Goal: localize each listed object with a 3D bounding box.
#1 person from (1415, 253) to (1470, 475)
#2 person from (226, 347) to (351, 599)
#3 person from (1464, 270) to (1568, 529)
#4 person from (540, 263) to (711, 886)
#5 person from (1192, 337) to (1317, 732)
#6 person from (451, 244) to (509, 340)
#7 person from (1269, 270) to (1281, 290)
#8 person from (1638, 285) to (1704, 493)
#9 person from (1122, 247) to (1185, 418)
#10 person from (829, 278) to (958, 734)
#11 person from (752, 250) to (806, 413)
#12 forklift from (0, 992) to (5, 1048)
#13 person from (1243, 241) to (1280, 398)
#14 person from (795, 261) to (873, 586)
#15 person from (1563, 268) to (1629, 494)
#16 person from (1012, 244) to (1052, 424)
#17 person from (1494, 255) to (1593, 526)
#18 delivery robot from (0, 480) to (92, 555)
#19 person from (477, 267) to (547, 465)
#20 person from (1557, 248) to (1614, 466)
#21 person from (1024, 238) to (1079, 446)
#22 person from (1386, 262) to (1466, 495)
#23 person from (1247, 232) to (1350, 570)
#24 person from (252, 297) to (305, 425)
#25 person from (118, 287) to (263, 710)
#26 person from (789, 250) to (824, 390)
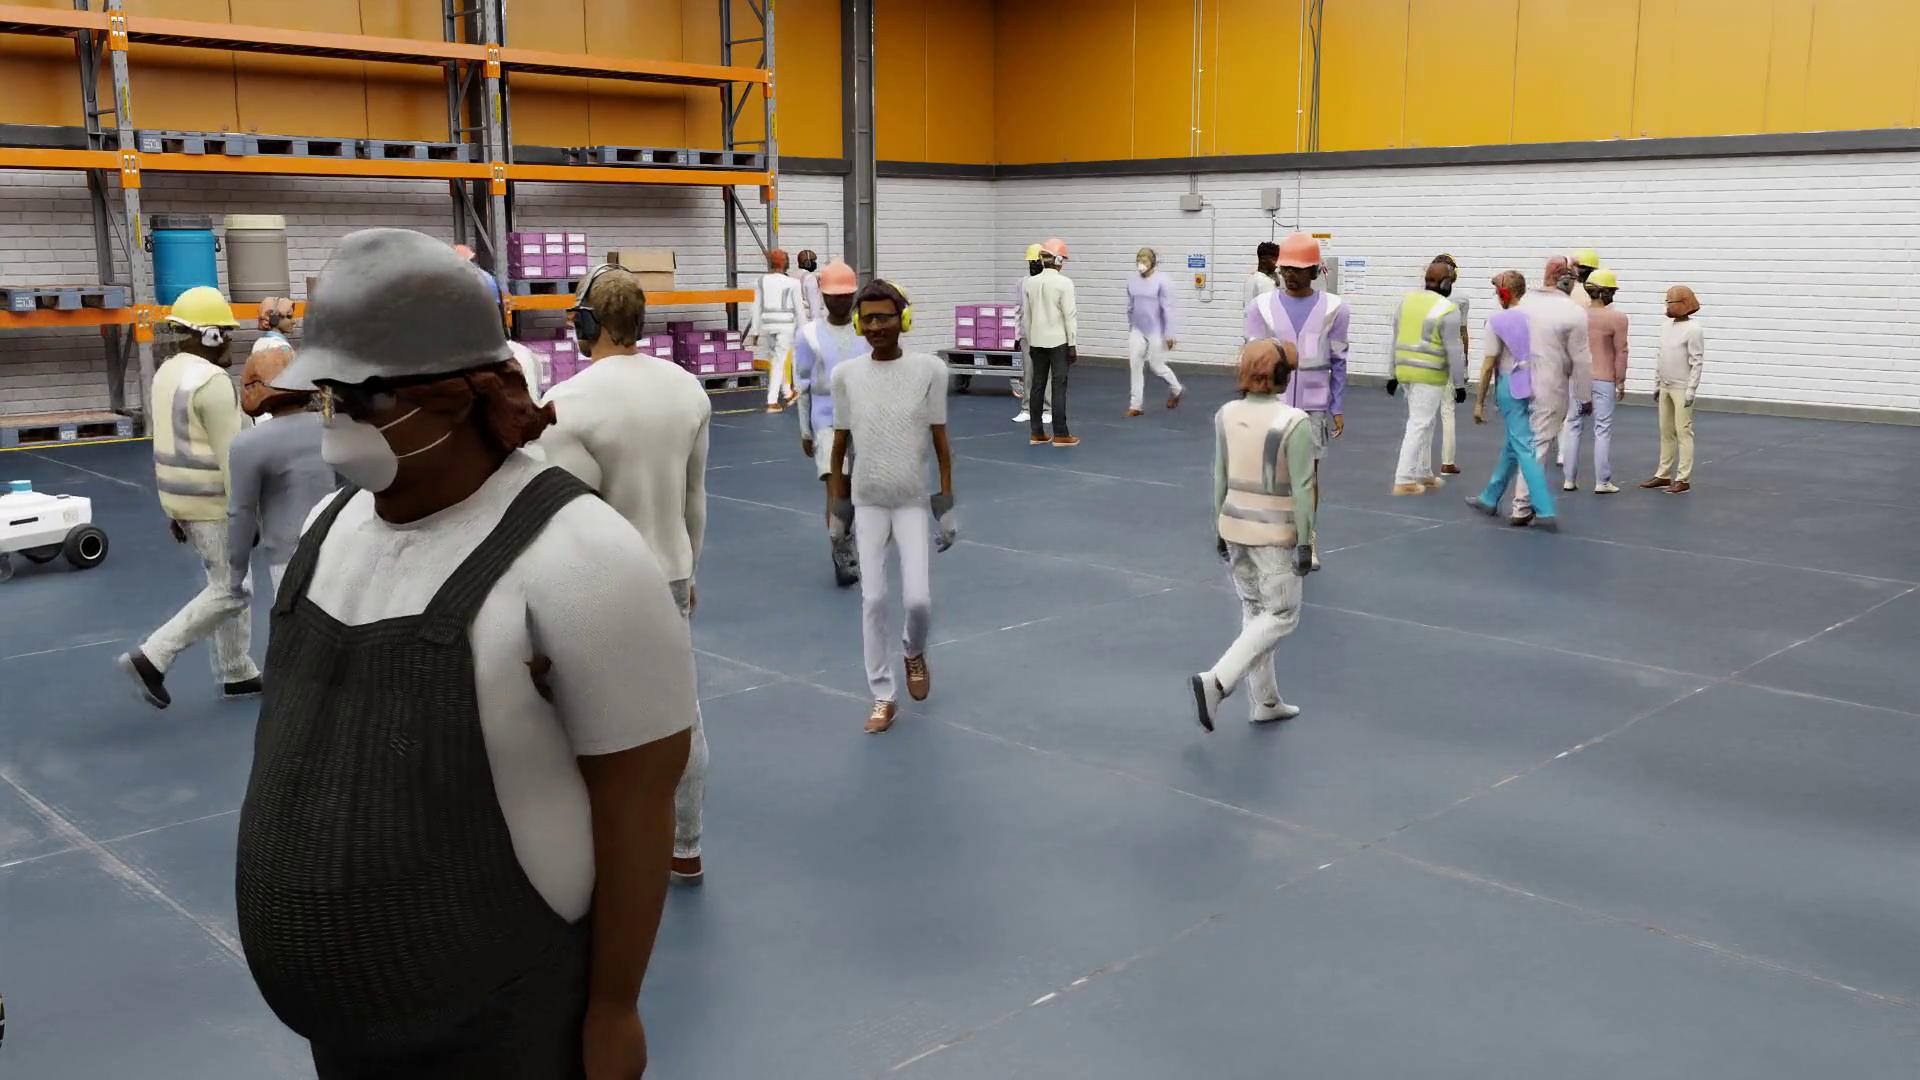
[{"bbox_3d":[4.044,-1.481,14.090,0.530,1.869,0.311,5,11,24],"label":"person"},{"bbox_3d":[-2.560,0.069,6.341,0.779,1.595,0.517,7,12,33],"label":"person"},{"bbox_3d":[3.914,-0.988,11.648,0.622,1.781,0.975,-5,11,-25],"label":"person"},{"bbox_3d":[-1.002,0.153,4.986,0.371,1.940,0.627,7,13,34],"label":"person"},{"bbox_3d":[1.184,-0.007,6.714,0.622,1.618,0.528,-7,13,-34],"label":"person"},{"bbox_3d":[-4.404,-1.753,15.407,0.750,1.946,0.652,9,14,41],"label":"person"},{"bbox_3d":[3.923,-2.632,21.102,0.519,1.599,0.831,-3,11,-14],"label":"person"},{"bbox_3d":[5.641,-1.184,13.115,0.285,1.631,0.501,-2,11,-10],"label":"person"},{"bbox_3d":[2.186,-2.315,18.566,0.631,1.911,0.827,10,14,43],"label":"person"},{"bbox_3d":[-0.277,-0.144,6.868,0.544,1.844,0.481,1,10,5],"label":"person"},{"bbox_3d":[-2.034,-2.422,19.279,0.604,1.838,0.958,4,11,23],"label":"person"},{"bbox_3d":[-3.245,0.323,3.363,2.313,2.155,1.214,2,11,13],"label":"forklift"},{"bbox_3d":[3.110,-2.082,17.118,0.380,1.959,0.603,-2,11,-10],"label":"person"},{"bbox_3d":[-0.688,-0.698,9.839,0.548,1.876,1.044,-3,11,-14],"label":"person"},{"bbox_3d":[4.989,-1.247,13.103,0.526,1.765,0.329,10,14,42],"label":"person"},{"bbox_3d":[0.836,-2.220,17.956,0.585,1.928,0.368,6,12,31],"label":"person"},{"bbox_3d":[4.136,-1.030,11.616,0.732,1.885,0.666,-6,12,-31],"label":"person"},{"bbox_3d":[-5.601,-0.114,9.963,0.477,0.478,0.707,5,11,26],"label":"delivery robot"},{"bbox_3d":[-1.869,-0.202,7.048,0.897,1.907,0.622,5,11,24],"label":"person"},{"bbox_3d":[5.489,-1.617,14.736,0.614,1.893,0.821,8,13,36],"label":"person"},{"bbox_3d":[0.889,-1.898,16.026,0.612,1.992,0.385,9,14,41],"label":"person"},{"bbox_3d":[3.706,-1.248,12.975,0.739,1.810,0.658,-5,11,-24],"label":"person"},{"bbox_3d":[2.026,-0.822,10.041,0.609,2.036,0.403,2,11,10],"label":"person"},{"bbox_3d":[-4.323,-0.723,10.590,0.313,1.637,0.513,-9,14,-40],"label":"person"},{"bbox_3d":[-3.237,-0.158,7.029,0.632,1.810,0.603,-9,14,-41],"label":"person"},{"bbox_3d":[-1.905,-2.689,20.753,0.429,1.842,0.633,-7,12,-33],"label":"person"}]
